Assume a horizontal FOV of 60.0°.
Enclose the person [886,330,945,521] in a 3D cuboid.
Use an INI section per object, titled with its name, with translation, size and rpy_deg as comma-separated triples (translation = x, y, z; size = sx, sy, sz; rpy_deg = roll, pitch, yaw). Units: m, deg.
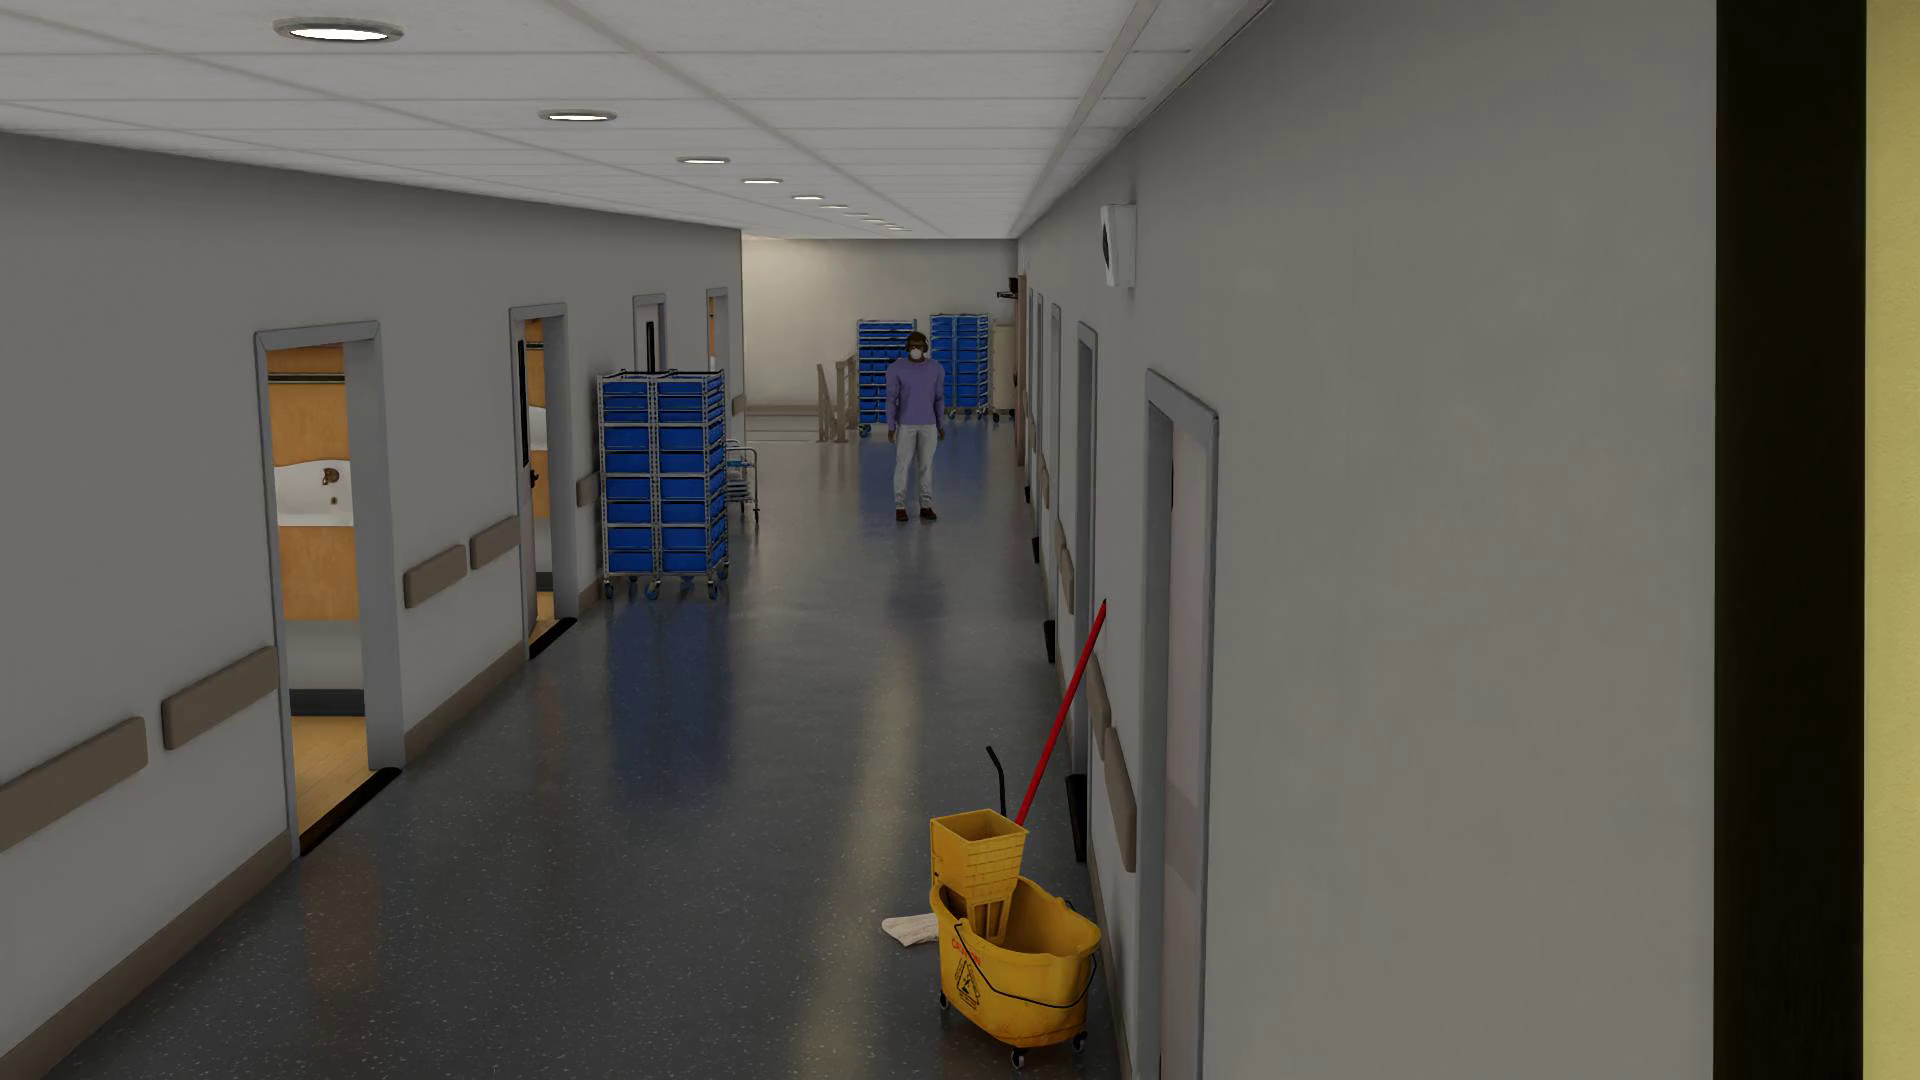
[person]
translation = -0.449, -1.161, 16.929
size = 0.635, 1.936, 0.351
rpy_deg = -3, 10, -20
